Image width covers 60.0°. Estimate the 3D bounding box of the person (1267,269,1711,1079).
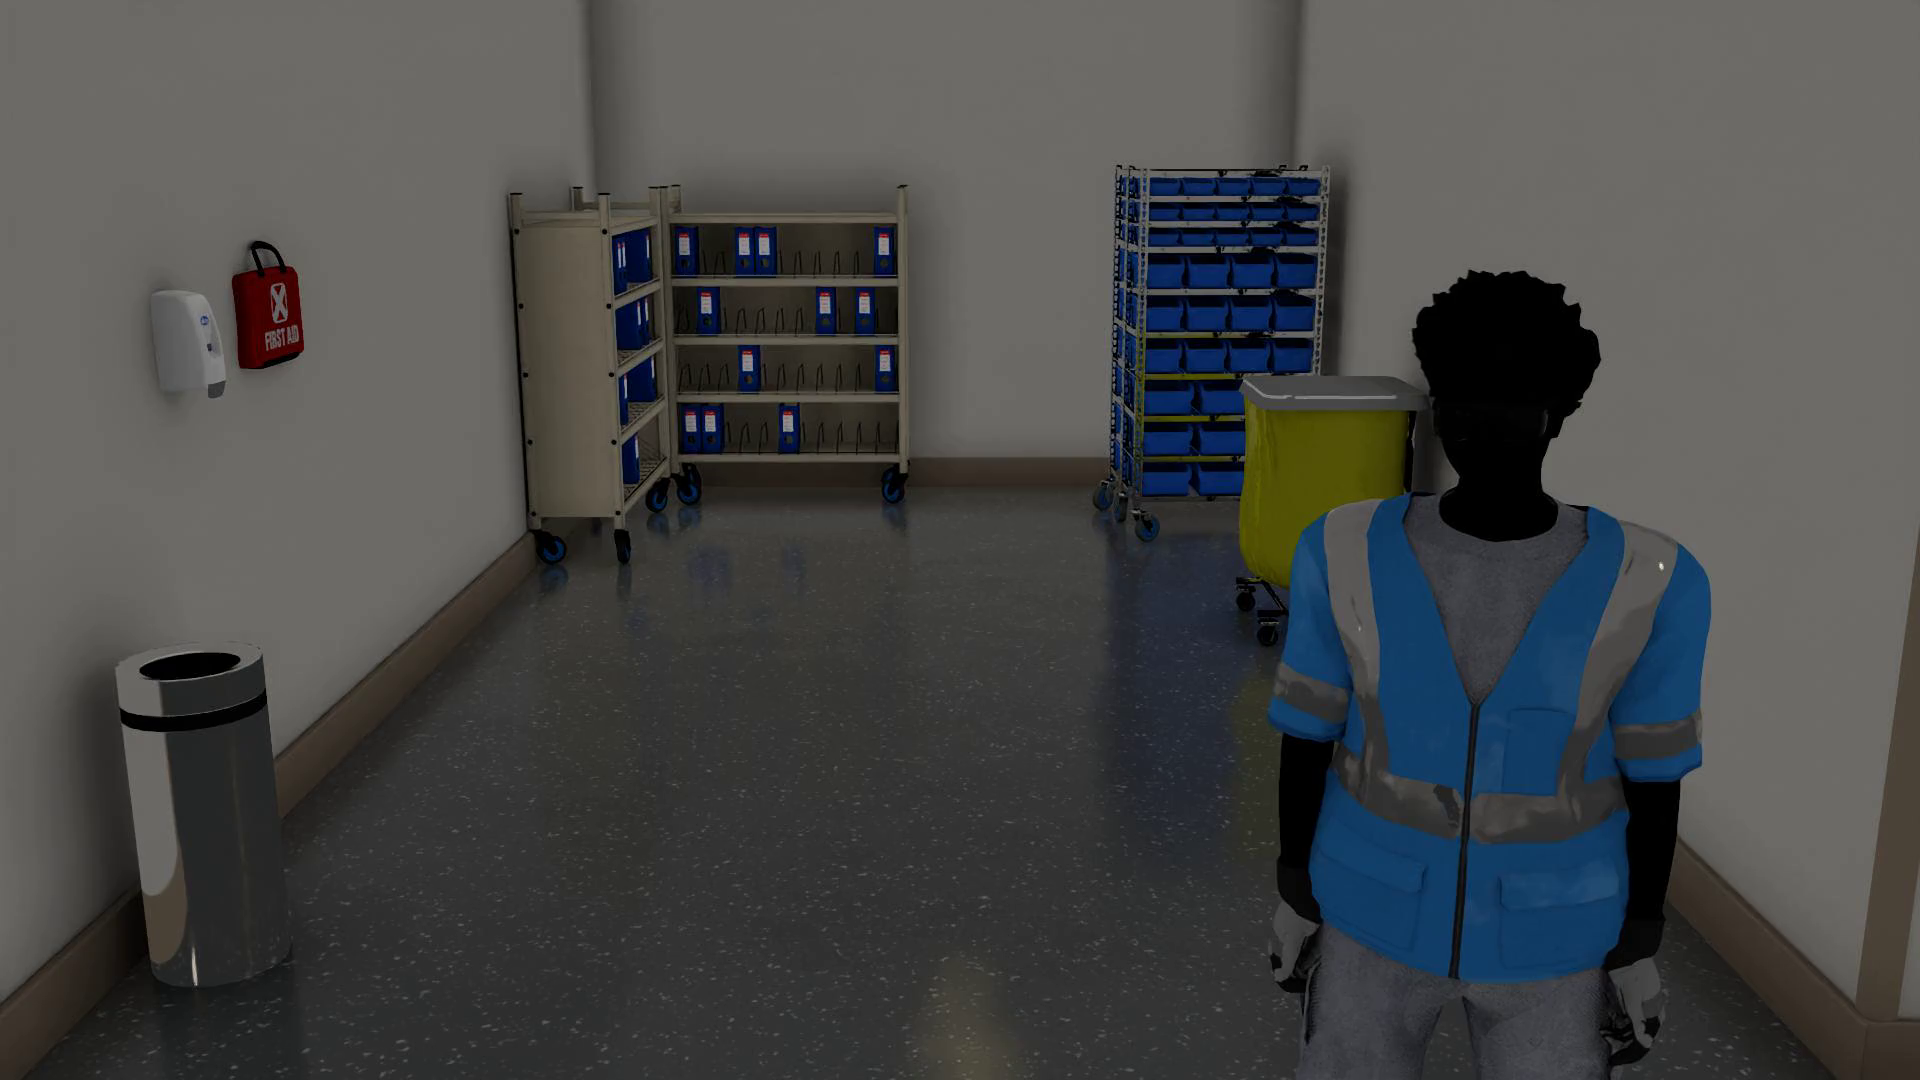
[{"bbox_3d":[0.656,0.503,2.172,0.536,1.697,0.318,5,14,19],"label":"person"}]
